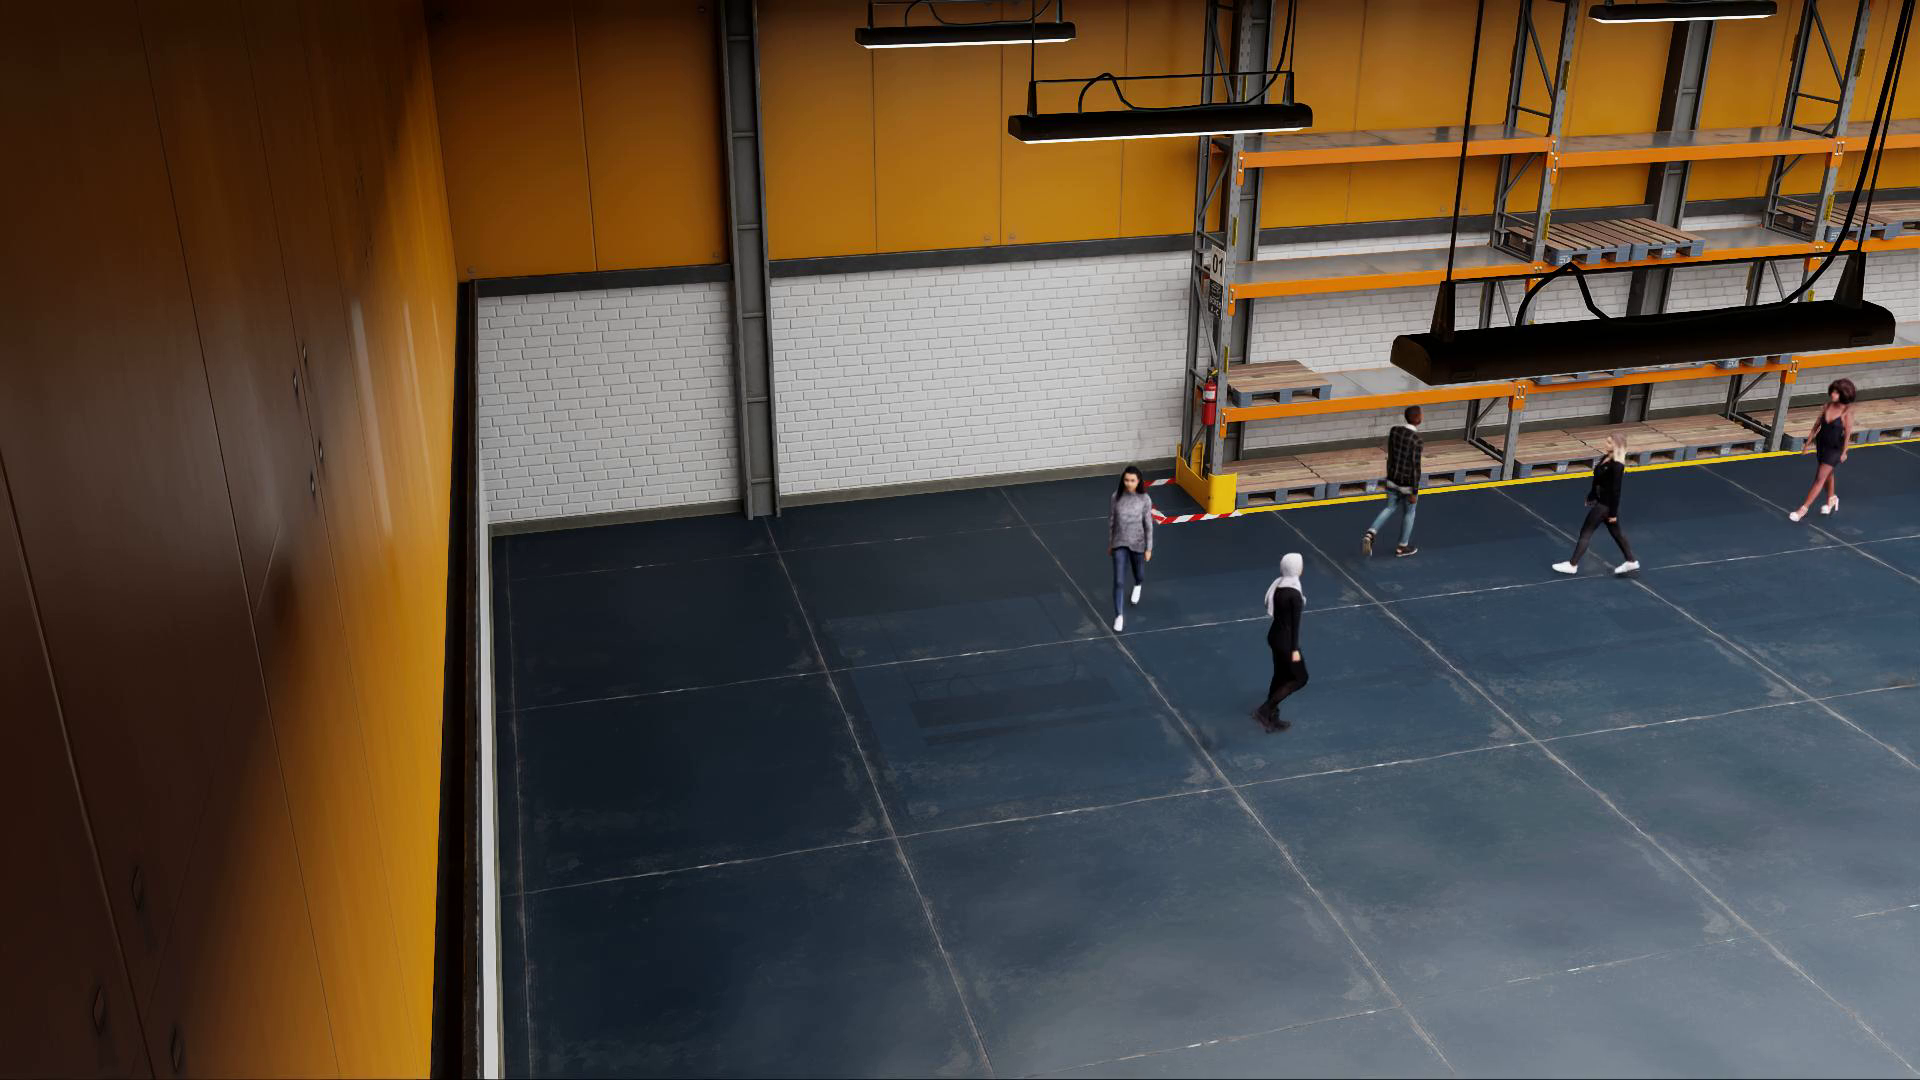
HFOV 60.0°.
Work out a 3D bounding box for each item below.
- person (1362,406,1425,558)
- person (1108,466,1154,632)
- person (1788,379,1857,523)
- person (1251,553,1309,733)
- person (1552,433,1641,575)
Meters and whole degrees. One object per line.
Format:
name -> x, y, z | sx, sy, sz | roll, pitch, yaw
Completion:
person -> 4.851, -0.622, 18.528 | 1.120, 1.803, 0.901 | -16, 28, -32
person -> 1.764, 0.026, 17.172 | 1.132, 1.703, 1.010 | 5, 24, 10
person -> 10.279, -1.044, 19.576 | 1.154, 1.738, 0.680 | -10, 26, -22
person -> 2.834, 0.968, 14.937 | 0.694, 1.767, 0.613 | -6, 24, -14
person -> 7.137, -0.356, 18.117 | 1.238, 1.645, 0.955 | 4, 24, 10
